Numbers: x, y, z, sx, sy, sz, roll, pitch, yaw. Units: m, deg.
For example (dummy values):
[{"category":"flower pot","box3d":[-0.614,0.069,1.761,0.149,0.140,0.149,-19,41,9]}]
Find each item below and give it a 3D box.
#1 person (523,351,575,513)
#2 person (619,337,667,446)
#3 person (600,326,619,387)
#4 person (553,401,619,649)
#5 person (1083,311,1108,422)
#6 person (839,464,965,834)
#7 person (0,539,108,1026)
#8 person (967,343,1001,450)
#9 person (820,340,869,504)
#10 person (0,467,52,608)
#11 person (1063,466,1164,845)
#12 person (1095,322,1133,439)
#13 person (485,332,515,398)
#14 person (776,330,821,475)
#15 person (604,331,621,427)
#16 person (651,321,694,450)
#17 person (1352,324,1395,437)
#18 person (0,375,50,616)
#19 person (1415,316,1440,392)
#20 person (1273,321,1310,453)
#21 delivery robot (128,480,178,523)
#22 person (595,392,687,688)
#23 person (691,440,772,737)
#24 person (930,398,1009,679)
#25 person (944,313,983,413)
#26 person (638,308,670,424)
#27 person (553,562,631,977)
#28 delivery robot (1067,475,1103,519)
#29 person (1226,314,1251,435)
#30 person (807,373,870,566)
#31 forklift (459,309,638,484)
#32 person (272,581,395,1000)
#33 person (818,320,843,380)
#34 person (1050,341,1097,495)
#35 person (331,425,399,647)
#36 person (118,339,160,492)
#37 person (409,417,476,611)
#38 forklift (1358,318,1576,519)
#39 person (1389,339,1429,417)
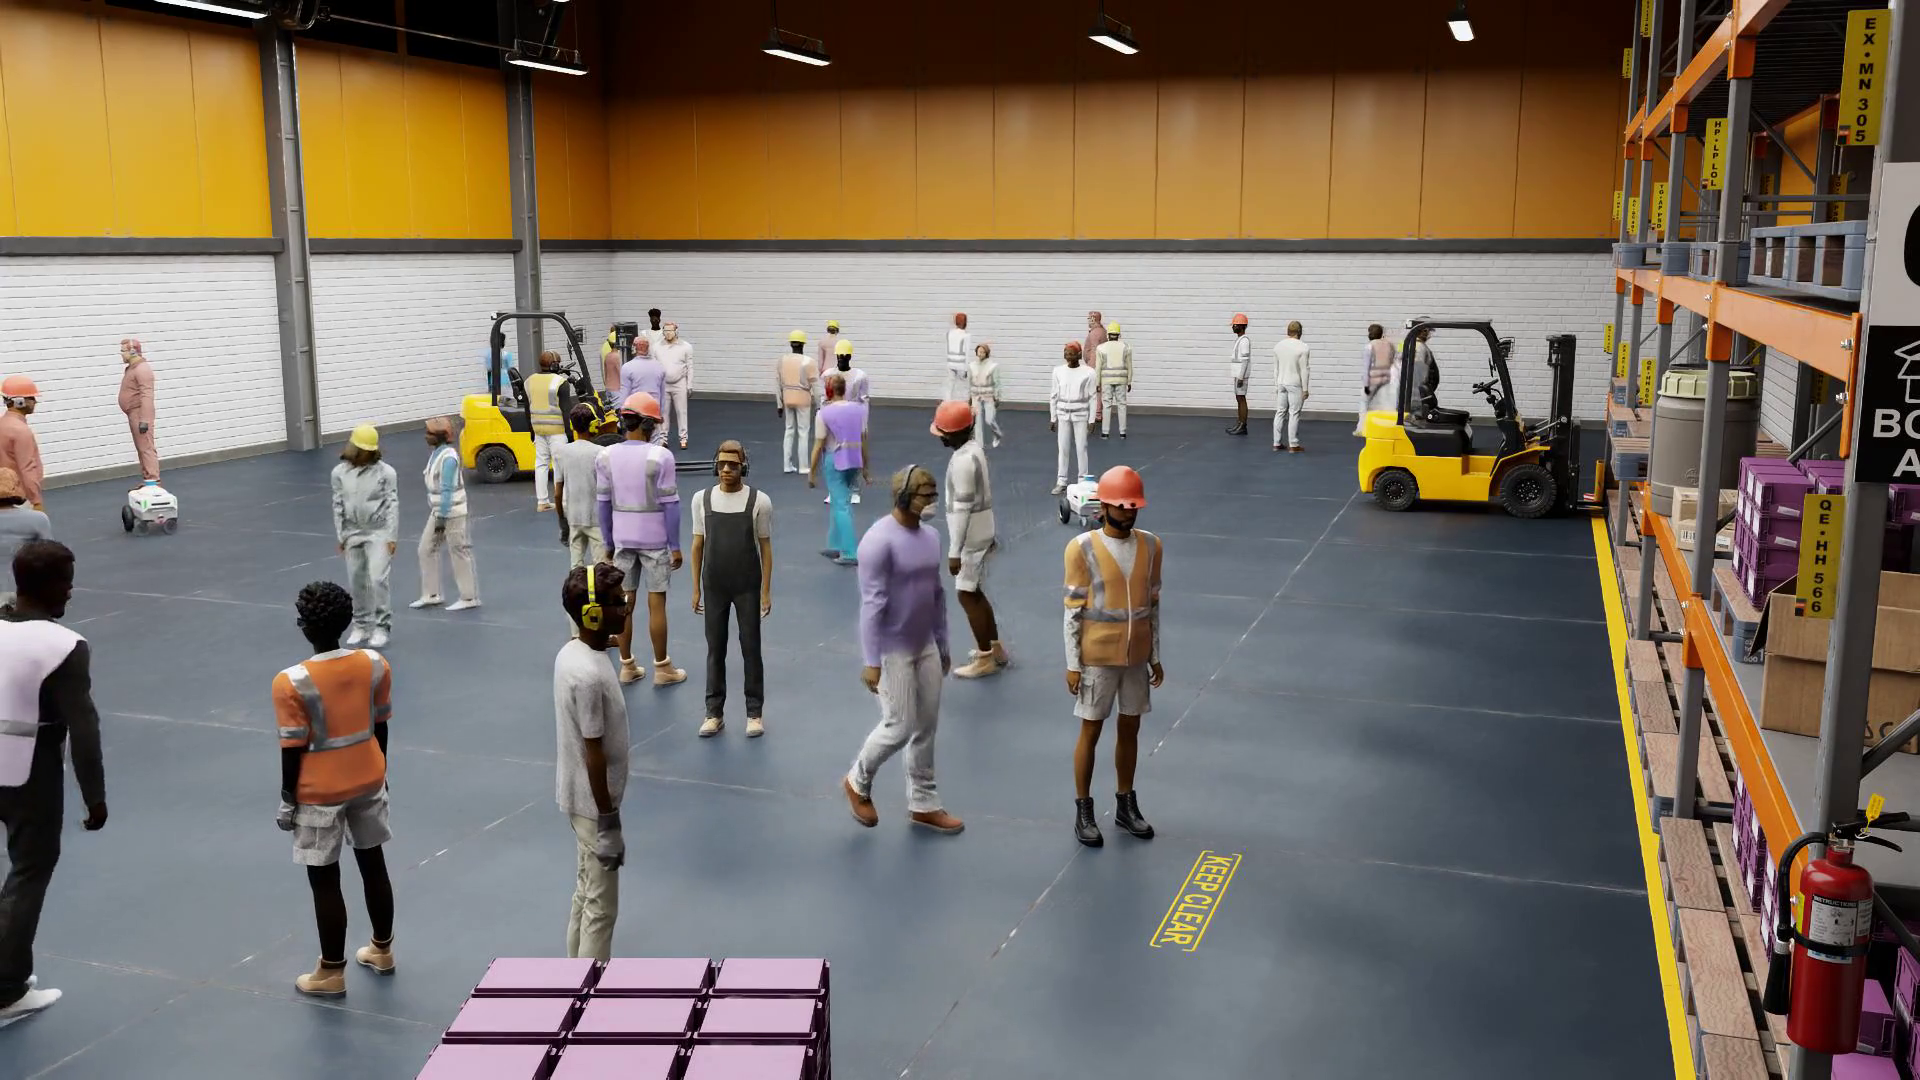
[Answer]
[{"category":"person","box3d":[-4.626,-1.226,18.885,0.633,1.841,0.429,5,11,26]},{"category":"person","box3d":[-3.958,-1.576,20.714,0.646,1.900,0.402,-10,14,-43]},{"category":"person","box3d":[-5.135,-2.324,25.074,0.633,1.839,0.429,9,13,40]},{"category":"person","box3d":[-2.784,-0.101,12.483,0.518,1.869,0.327,3,11,17]},{"category":"person","box3d":[2.307,-2.972,28.537,0.401,1.906,0.650,4,11,21]},{"category":"person","box3d":[-0.282,0.569,8.524,0.568,1.926,0.682,6,12,32]},{"category":"person","box3d":[-3.677,0.945,6.524,0.615,1.882,0.541,5,11,24]},{"category":"person","box3d":[0.371,-2.070,24.275,0.512,1.624,0.551,5,11,24]},{"category":"person","box3d":[-1.357,-1.381,19.511,0.588,1.930,0.363,2,10,13]},{"category":"person","box3d":[-6.054,0.345,10.637,0.514,1.627,0.281,-5,11,-26]},{"category":"person","box3d":[0.795,0.582,8.435,0.551,1.934,0.363,-4,11,-22]},{"category":"person","box3d":[2.397,-2.480,25.968,0.588,1.835,0.403,0,10,-2]},{"category":"person","box3d":[-7.298,-2.481,26.451,0.532,1.664,0.827,7,12,34]},{"category":"person","box3d":[-2.141,-1.814,21.978,0.602,1.922,0.394,5,11,24]},{"category":"person","box3d":[-5.059,-2.193,24.545,0.314,1.769,0.523,-8,13,-39]},{"category":"person","box3d":[-4.275,-2.285,24.675,0.657,1.907,0.405,0,10,0]},{"category":"person","box3d":[6.557,-2.479,26.045,0.612,1.811,0.920,-4,11,-20]},{"category":"person","box3d":[-7.652,-0.358,13.600,0.618,1.986,0.408,10,14,43]},{"category":"person","box3d":[6.550,-2.179,23.691,0.535,2.000,0.728,0,10,2]},{"category":"person","box3d":[4.854,-2.244,24.393,0.377,1.931,0.628,-8,13,-39]},{"category":"delivery robot","box3d":[-8.524,-0.394,17.560,0.477,0.478,0.707,-8,13,-38]},{"category":"person","box3d":[-2.177,0.003,11.426,0.605,2.033,0.396,3,11,18]},{"category":"person","box3d":[-1.407,0.302,10.271,0.506,1.847,0.345,0,10,2]},{"category":"person","box3d":[0.057,-0.009,11.606,0.528,1.992,0.679,1,10,6]},{"category":"person","box3d":[0.022,-3.007,28.922,0.599,1.841,0.950,7,12,34]},{"category":"person","box3d":[-5.153,-2.946,28.218,0.606,1.966,0.367,-1,10,-7]},{"category":"person","box3d":[-1.343,1.004,6.243,0.329,1.873,0.516,-4,11,-21]},{"category":"delivery robot","box3d":[1.385,-0.454,17.897,0.477,0.478,0.707,-2,10,-9]},{"category":"person","box3d":[4.470,-2.649,26.628,0.358,1.938,0.542,0,10,2]},{"category":"person","box3d":[-1.212,-0.679,15.865,0.793,1.815,0.619,8,13,39]},{"category":"forklift","box3d":[-5.354,-1.902,21.697,2.313,2.155,1.214,-2,10,-13]},{"category":"person","box3d":[-2.529,1.003,6.741,0.316,1.696,0.540,6,12,31]},{"category":"person","box3d":[-2.162,-2.875,28.456,0.552,1.751,0.411,0,10,2]},{"category":"person","box3d":[1.365,-1.468,20.125,0.585,1.882,0.337,4,11,23]},{"category":"person","box3d":[-4.462,-0.026,12.522,0.491,1.701,0.534,1,10,4]},{"category":"person","box3d":[-9.961,-1.482,20.152,0.403,1.904,0.651,-7,12,-33]},{"category":"person","box3d":[-4.325,-0.195,13.723,0.624,1.619,0.518,-7,12,-33]},{"category":"forklift","box3d":[5.787,-1.437,19.079,2.313,2.155,1.214,3,11,19]},{"category":"person","box3d":[5.940,-1.773,22.174,0.608,1.774,0.851,-3,10,-15]}]
